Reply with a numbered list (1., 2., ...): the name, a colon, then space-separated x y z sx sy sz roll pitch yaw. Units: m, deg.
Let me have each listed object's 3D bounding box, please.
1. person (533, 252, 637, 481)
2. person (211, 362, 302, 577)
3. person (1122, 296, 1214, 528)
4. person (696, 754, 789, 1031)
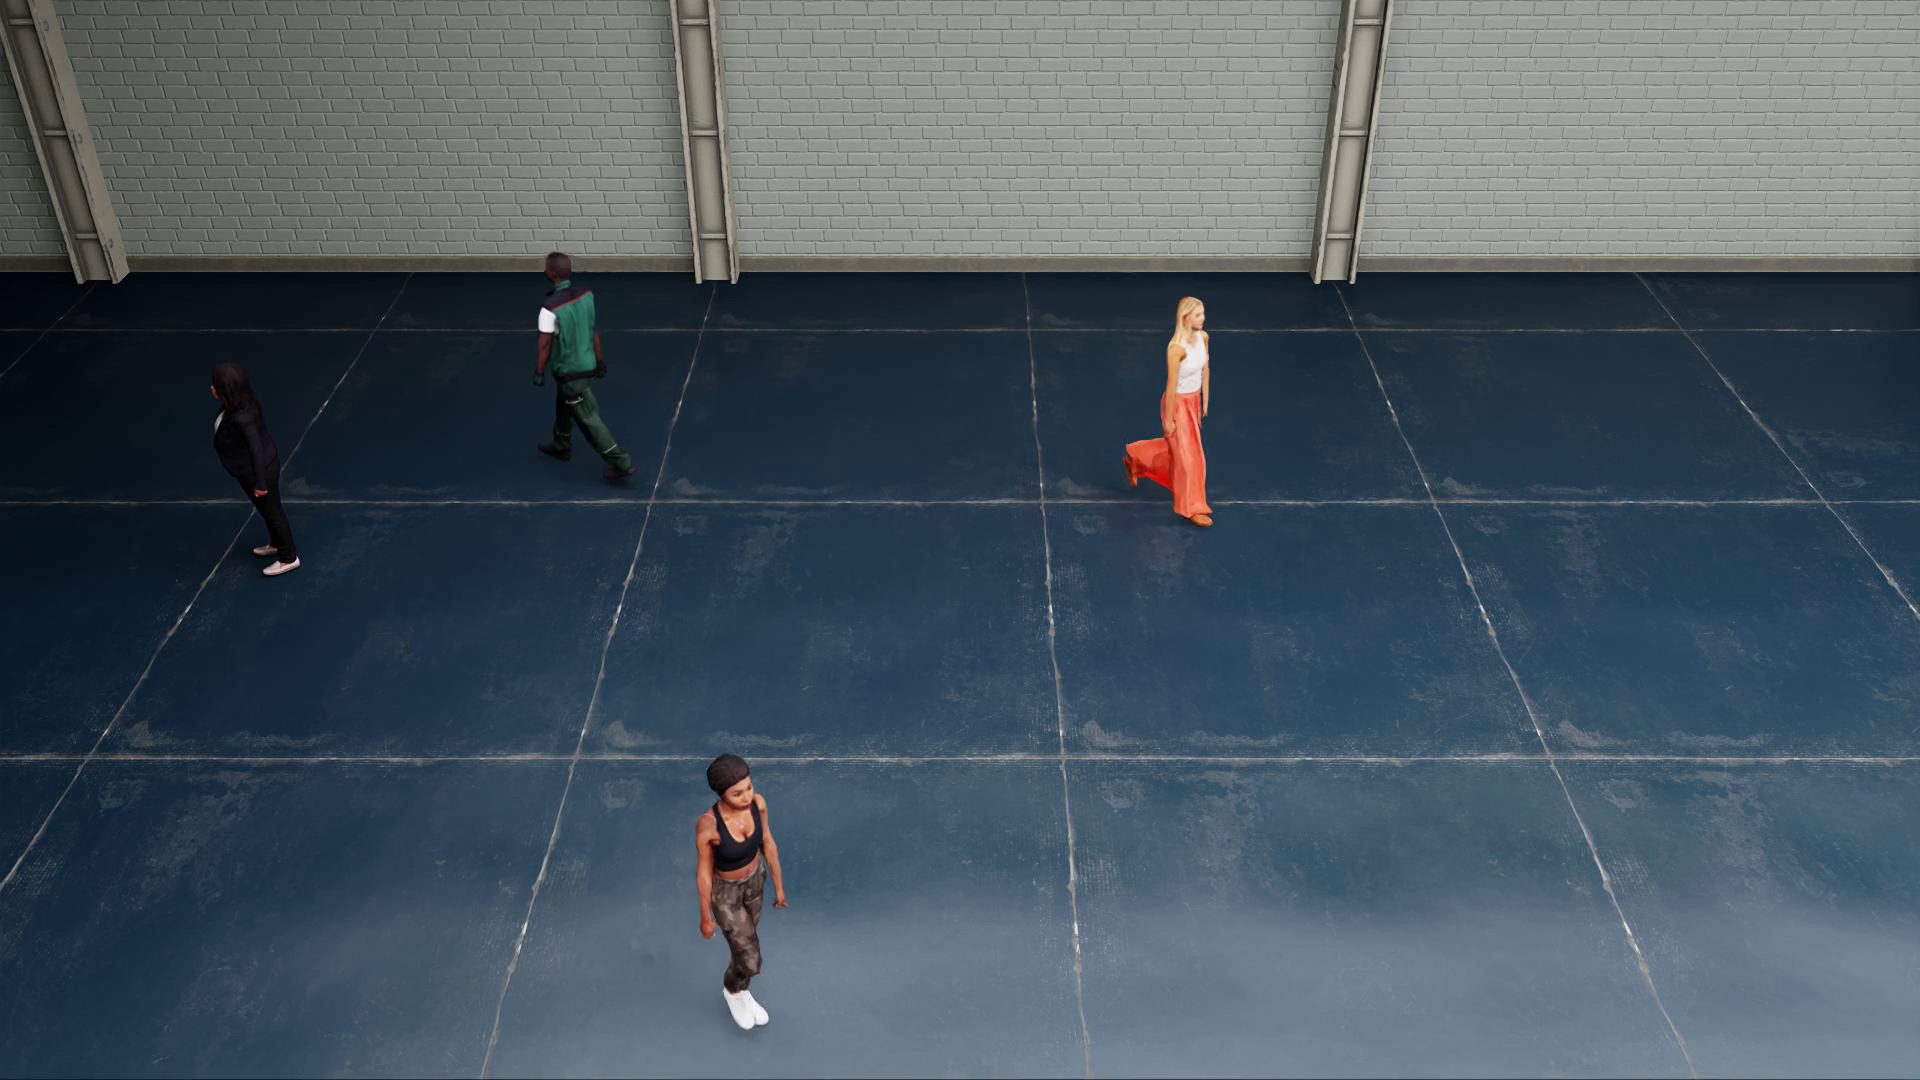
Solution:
1. person: -2.854 -1.253 12.567 1.301 1.796 1.008 14 35 20
2. person: -4.906 -0.513 11.594 0.787 1.617 0.763 -18 37 -25
3. person: 1.546 -0.968 12.145 1.146 1.779 1.039 25 40 33
4. person: -1.143 1.690 8.142 0.781 1.688 0.725 27 42 35
